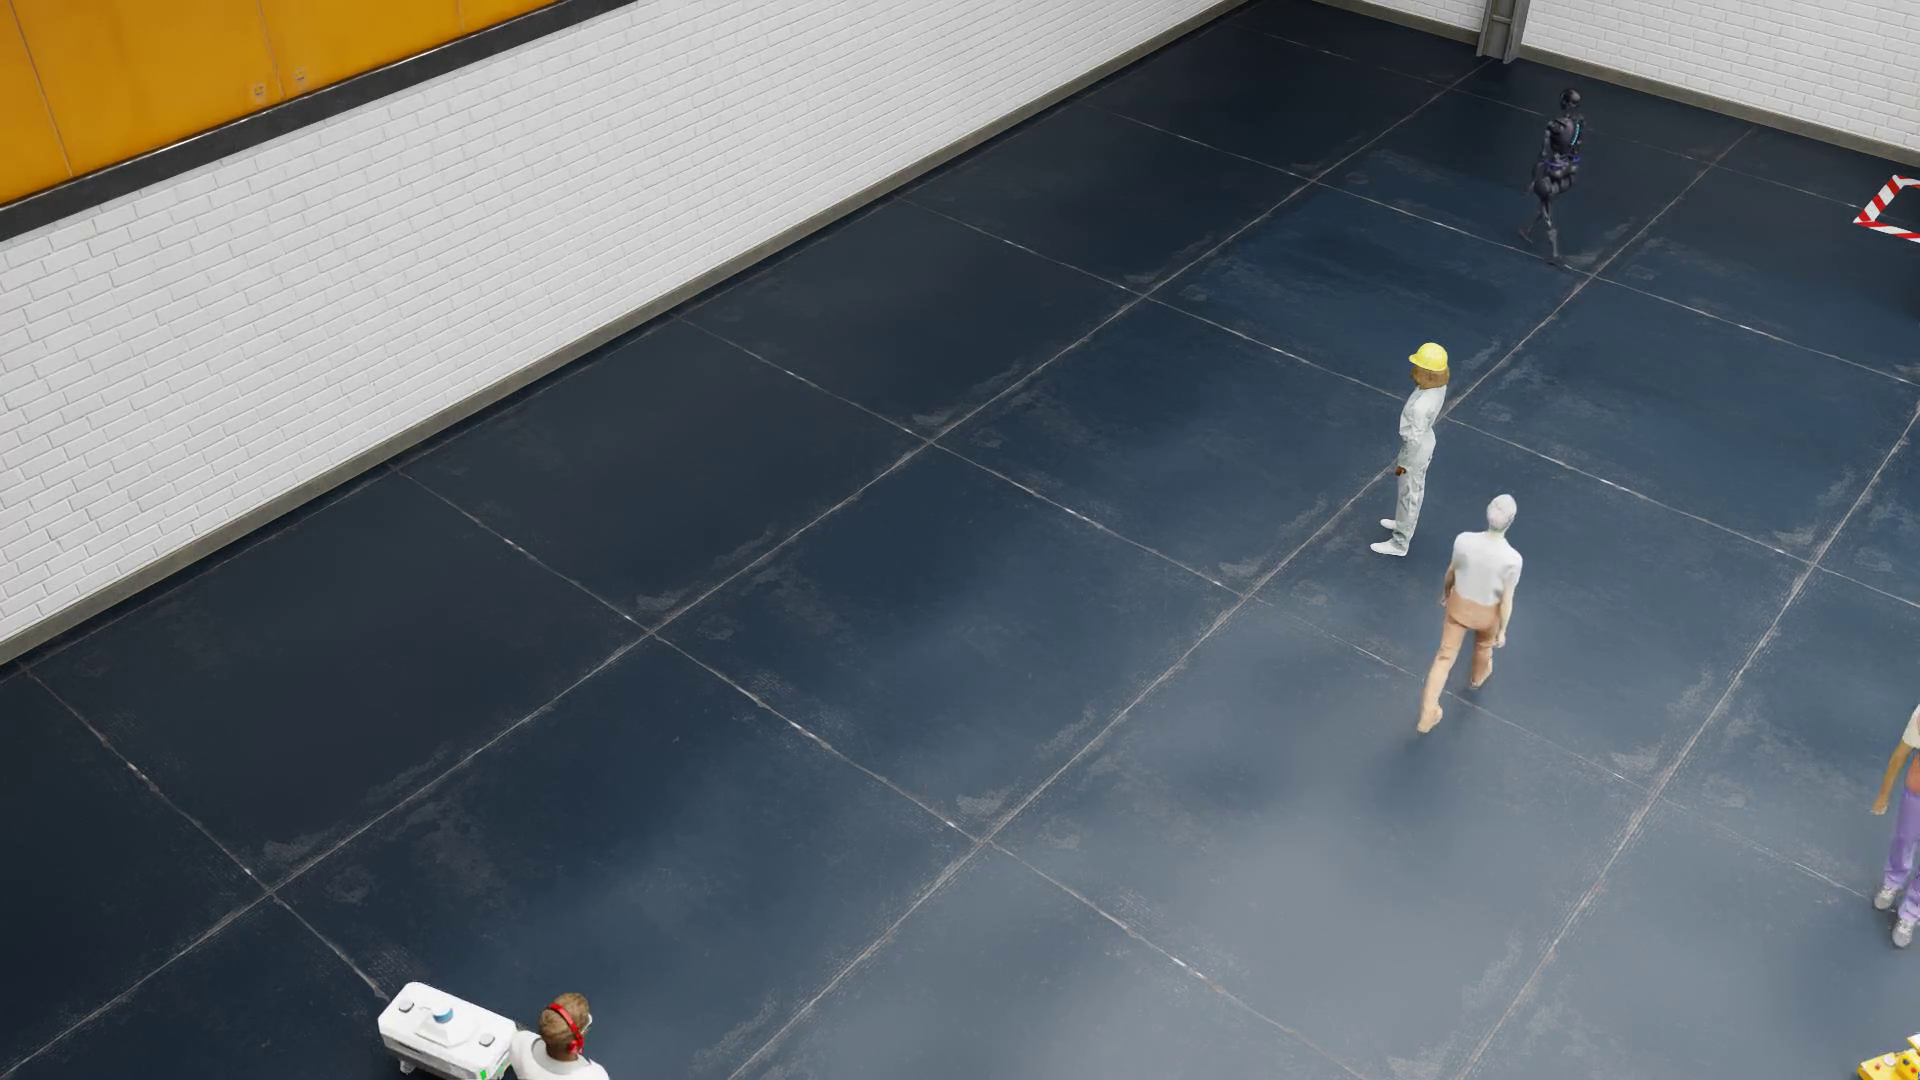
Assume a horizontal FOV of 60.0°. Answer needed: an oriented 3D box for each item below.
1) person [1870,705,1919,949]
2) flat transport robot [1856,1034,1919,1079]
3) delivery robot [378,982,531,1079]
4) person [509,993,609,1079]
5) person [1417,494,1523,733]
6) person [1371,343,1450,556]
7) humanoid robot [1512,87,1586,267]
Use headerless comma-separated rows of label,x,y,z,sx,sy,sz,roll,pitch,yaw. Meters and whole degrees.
person,5.386,1.483,9.206,0.580,1.819,0.648,25,45,28
flat transport robot,5.563,2.831,8.773,1.431,0.231,0.659,-12,40,-14
delivery robot,-2.648,2.660,8.771,0.784,0.613,0.501,15,41,18
person,-1.759,2.746,7.633,0.572,1.832,0.385,20,43,23
person,3.290,0.433,10.618,0.494,1.691,0.922,23,44,26
person,3.247,-0.655,11.924,0.294,1.744,0.485,17,42,20
humanoid robot,5.518,-3.381,15.406,0.609,1.632,0.780,-22,44,-25
